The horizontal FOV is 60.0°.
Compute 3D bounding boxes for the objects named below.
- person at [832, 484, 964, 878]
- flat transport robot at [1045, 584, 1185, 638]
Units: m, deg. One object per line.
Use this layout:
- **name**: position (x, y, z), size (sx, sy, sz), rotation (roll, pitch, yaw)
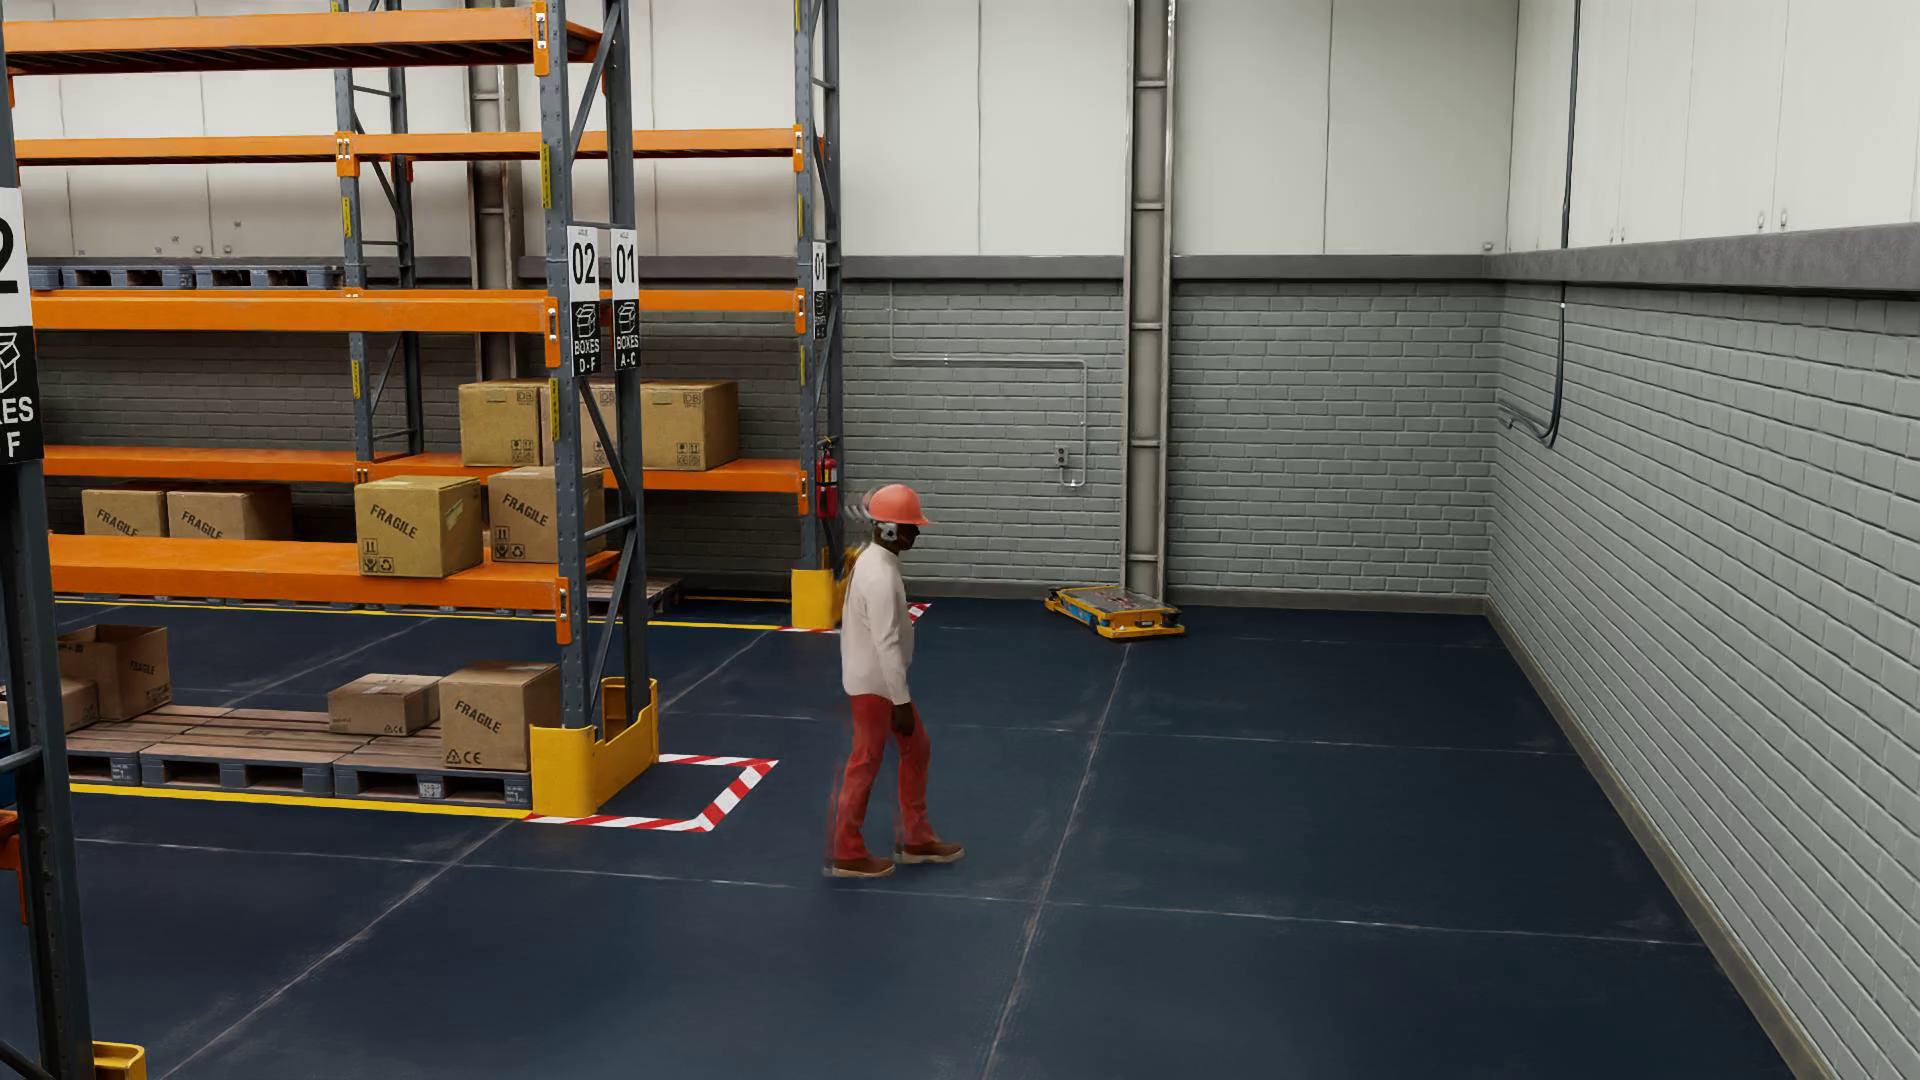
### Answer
- **person**: position (-0.272, 0.705, 8.130), size (0.806, 1.960, 0.659), rotation (0, 9, -2)
- **flat transport robot**: position (1.293, 0.587, 14.120), size (0.652, 0.197, 1.431), rotation (-3, 10, -19)
